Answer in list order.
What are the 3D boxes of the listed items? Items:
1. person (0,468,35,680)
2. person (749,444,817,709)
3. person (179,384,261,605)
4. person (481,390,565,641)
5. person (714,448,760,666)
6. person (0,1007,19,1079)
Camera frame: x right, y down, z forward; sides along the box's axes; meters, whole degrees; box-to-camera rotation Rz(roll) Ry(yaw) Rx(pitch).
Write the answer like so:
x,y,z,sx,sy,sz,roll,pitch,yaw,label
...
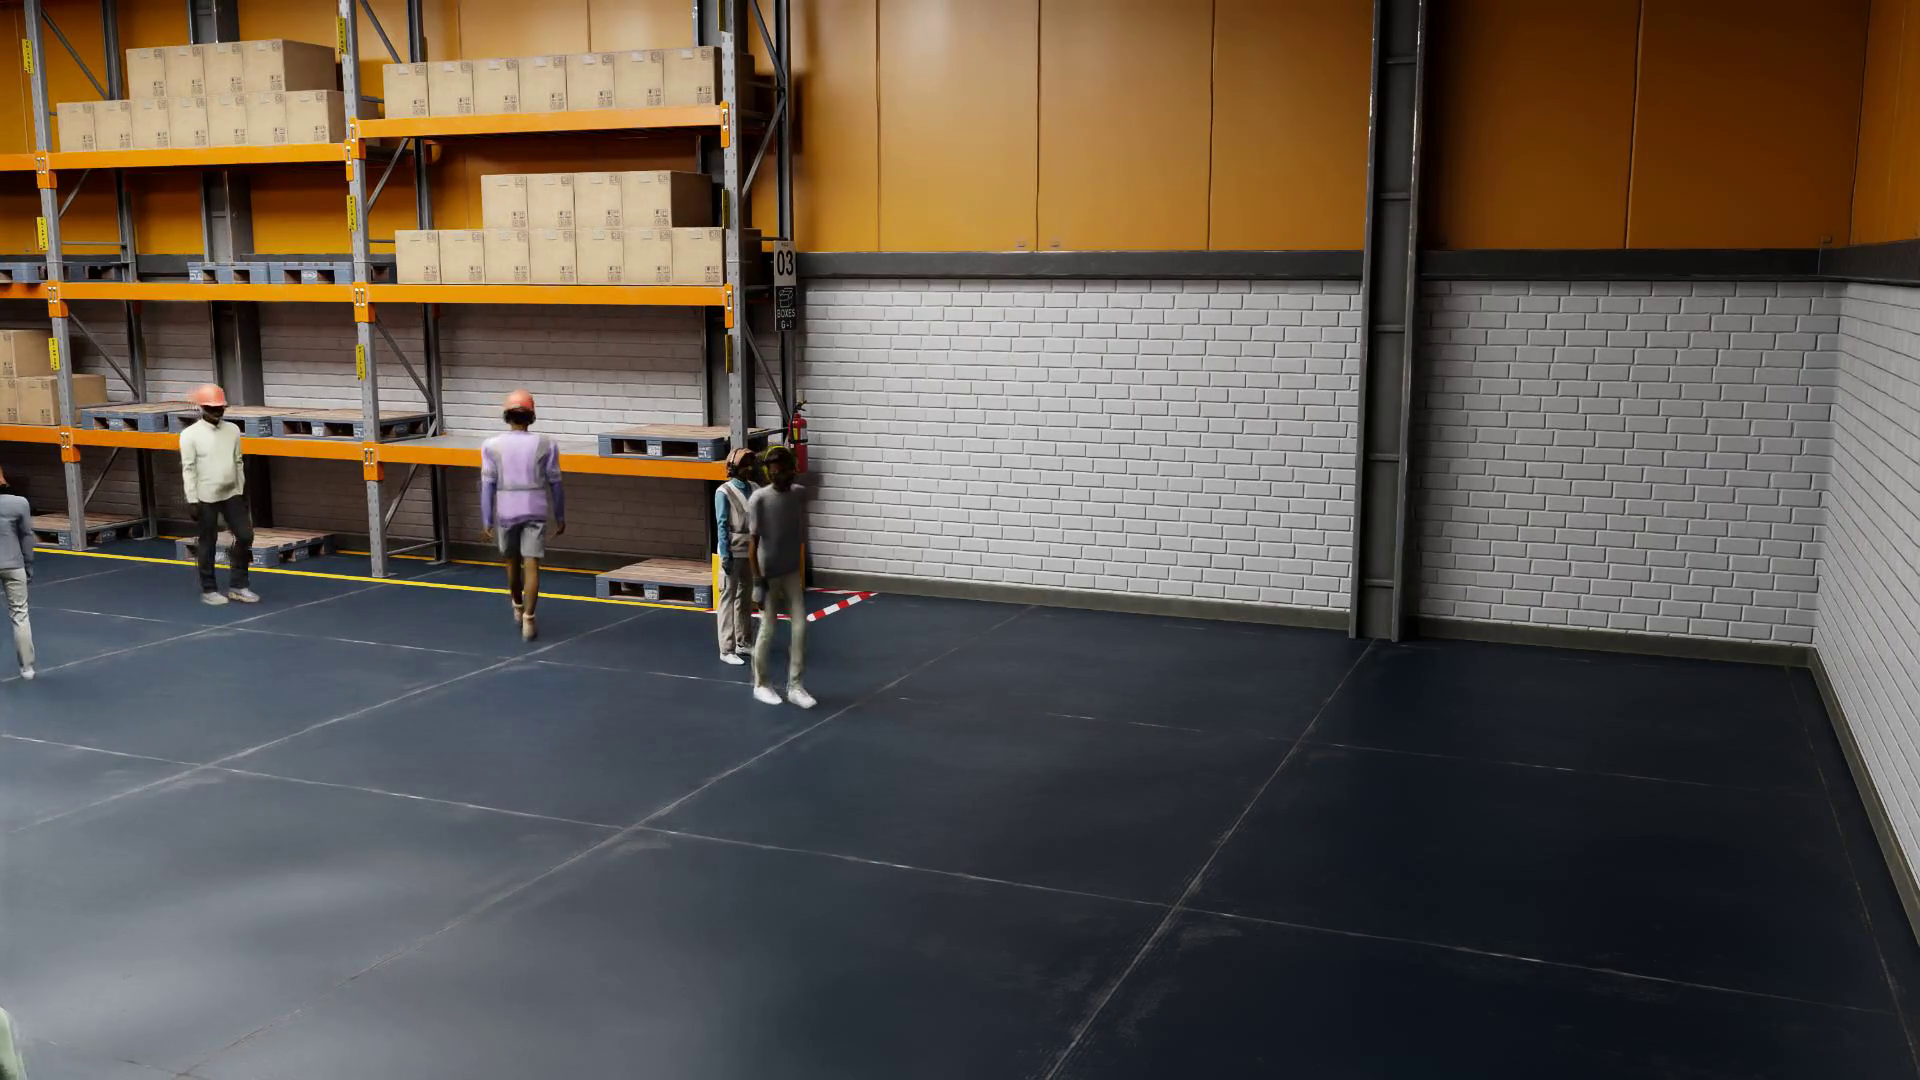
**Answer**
x,y,z,sx,sy,sz,roll,pitch,yaw,label
-6.953,0.228,12.004,0.501,1.630,0.277,-8,12,-39,person
-1.228,0.252,11.257,0.533,1.825,0.703,-7,12,-38,person
-6.507,-0.384,14.670,0.681,1.968,0.647,6,11,31,person
-3.564,-0.223,13.638,0.632,1.989,1.038,-1,9,-8,person
-1.673,0.116,12.647,0.314,1.642,0.514,5,11,28,person
-2.400,1.596,3.823,0.513,1.593,0.839,-8,13,-41,person
